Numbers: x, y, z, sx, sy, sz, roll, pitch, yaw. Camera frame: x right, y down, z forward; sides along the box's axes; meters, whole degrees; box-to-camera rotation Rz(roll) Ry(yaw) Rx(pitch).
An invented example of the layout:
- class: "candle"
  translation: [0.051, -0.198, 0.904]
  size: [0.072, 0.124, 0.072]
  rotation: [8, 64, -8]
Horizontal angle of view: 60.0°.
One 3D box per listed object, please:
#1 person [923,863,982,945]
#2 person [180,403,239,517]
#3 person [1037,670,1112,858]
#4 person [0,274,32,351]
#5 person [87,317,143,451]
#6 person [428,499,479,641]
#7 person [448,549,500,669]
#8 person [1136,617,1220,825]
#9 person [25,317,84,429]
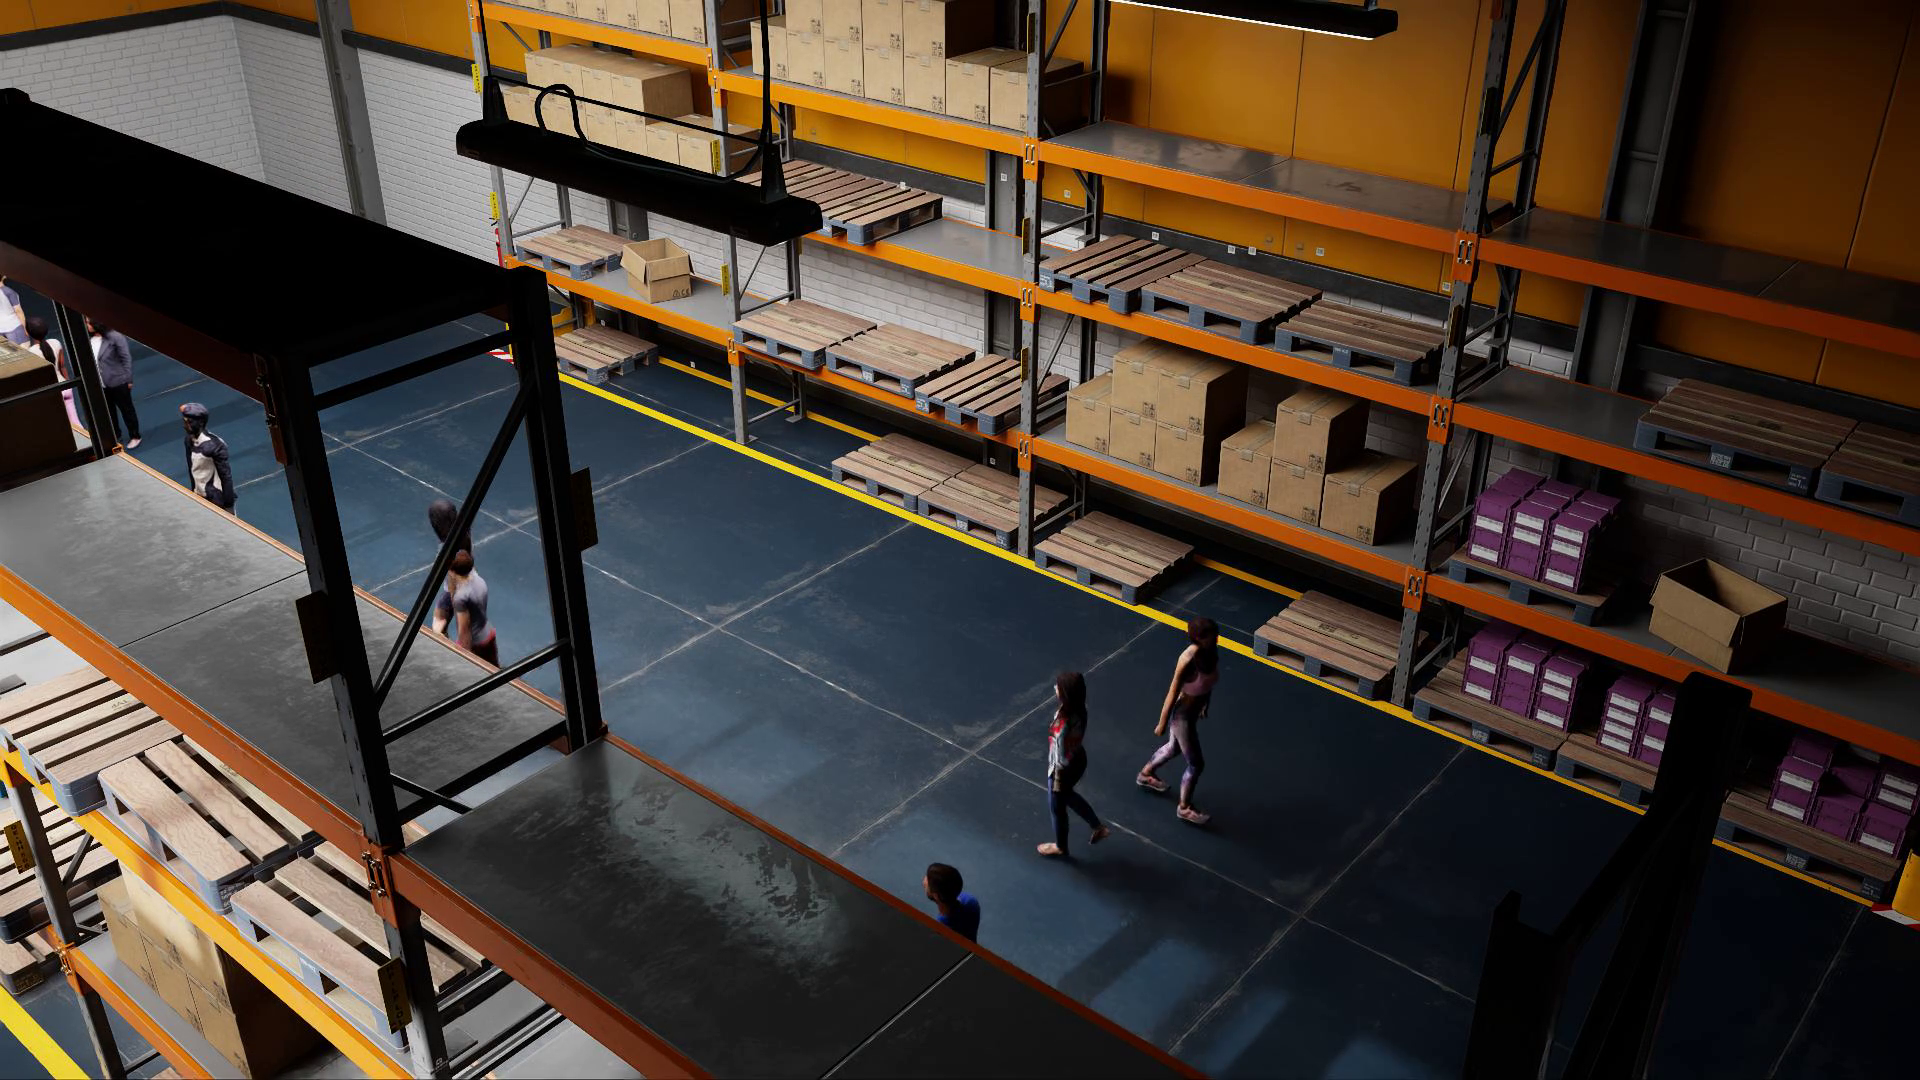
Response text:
- class: "person"
  translation: [0.029, 2.671, 9.702]
  size: [0.863, 1.856, 0.668]
  rotation: [18, 34, 30]
- class: "person"
  translation: [-6.837, -0.384, 15.265]
  size: [0.581, 1.893, 0.774]
  rotation: [15, 32, 26]
- class: "person"
  translation: [0.858, 1.627, 11.885]
  size: [0.858, 1.599, 0.744]
  rotation: [9, 30, 17]
- class: "person"
  translation: [-11.138, -2.512, 19.509]
  size: [0.606, 1.565, 0.706]
  rotation: [5, 29, 10]
- class: "person"
  translation: [-9.255, -1.766, 18.109]
  size: [0.749, 1.596, 0.846]
  rotation: [6, 29, 11]
- class: "person"
  translation: [-4.121, 0.438, 13.974]
  size: [0.919, 1.686, 0.795]
  rotation: [7, 29, 13]
- class: "person"
  translation: [-3.784, 0.838, 13.294]
  size: [0.809, 1.635, 0.725]
  rotation: [9, 30, 16]
- class: "person"
  translation: [1.629, 1.306, 12.347]
  size: [0.962, 1.721, 0.712]
  rotation: [18, 34, 30]
- class: "person"
  translation: [-9.543, -1.532, 17.528]
  size: [0.607, 1.741, 0.642]
  rotation: [11, 31, 20]
